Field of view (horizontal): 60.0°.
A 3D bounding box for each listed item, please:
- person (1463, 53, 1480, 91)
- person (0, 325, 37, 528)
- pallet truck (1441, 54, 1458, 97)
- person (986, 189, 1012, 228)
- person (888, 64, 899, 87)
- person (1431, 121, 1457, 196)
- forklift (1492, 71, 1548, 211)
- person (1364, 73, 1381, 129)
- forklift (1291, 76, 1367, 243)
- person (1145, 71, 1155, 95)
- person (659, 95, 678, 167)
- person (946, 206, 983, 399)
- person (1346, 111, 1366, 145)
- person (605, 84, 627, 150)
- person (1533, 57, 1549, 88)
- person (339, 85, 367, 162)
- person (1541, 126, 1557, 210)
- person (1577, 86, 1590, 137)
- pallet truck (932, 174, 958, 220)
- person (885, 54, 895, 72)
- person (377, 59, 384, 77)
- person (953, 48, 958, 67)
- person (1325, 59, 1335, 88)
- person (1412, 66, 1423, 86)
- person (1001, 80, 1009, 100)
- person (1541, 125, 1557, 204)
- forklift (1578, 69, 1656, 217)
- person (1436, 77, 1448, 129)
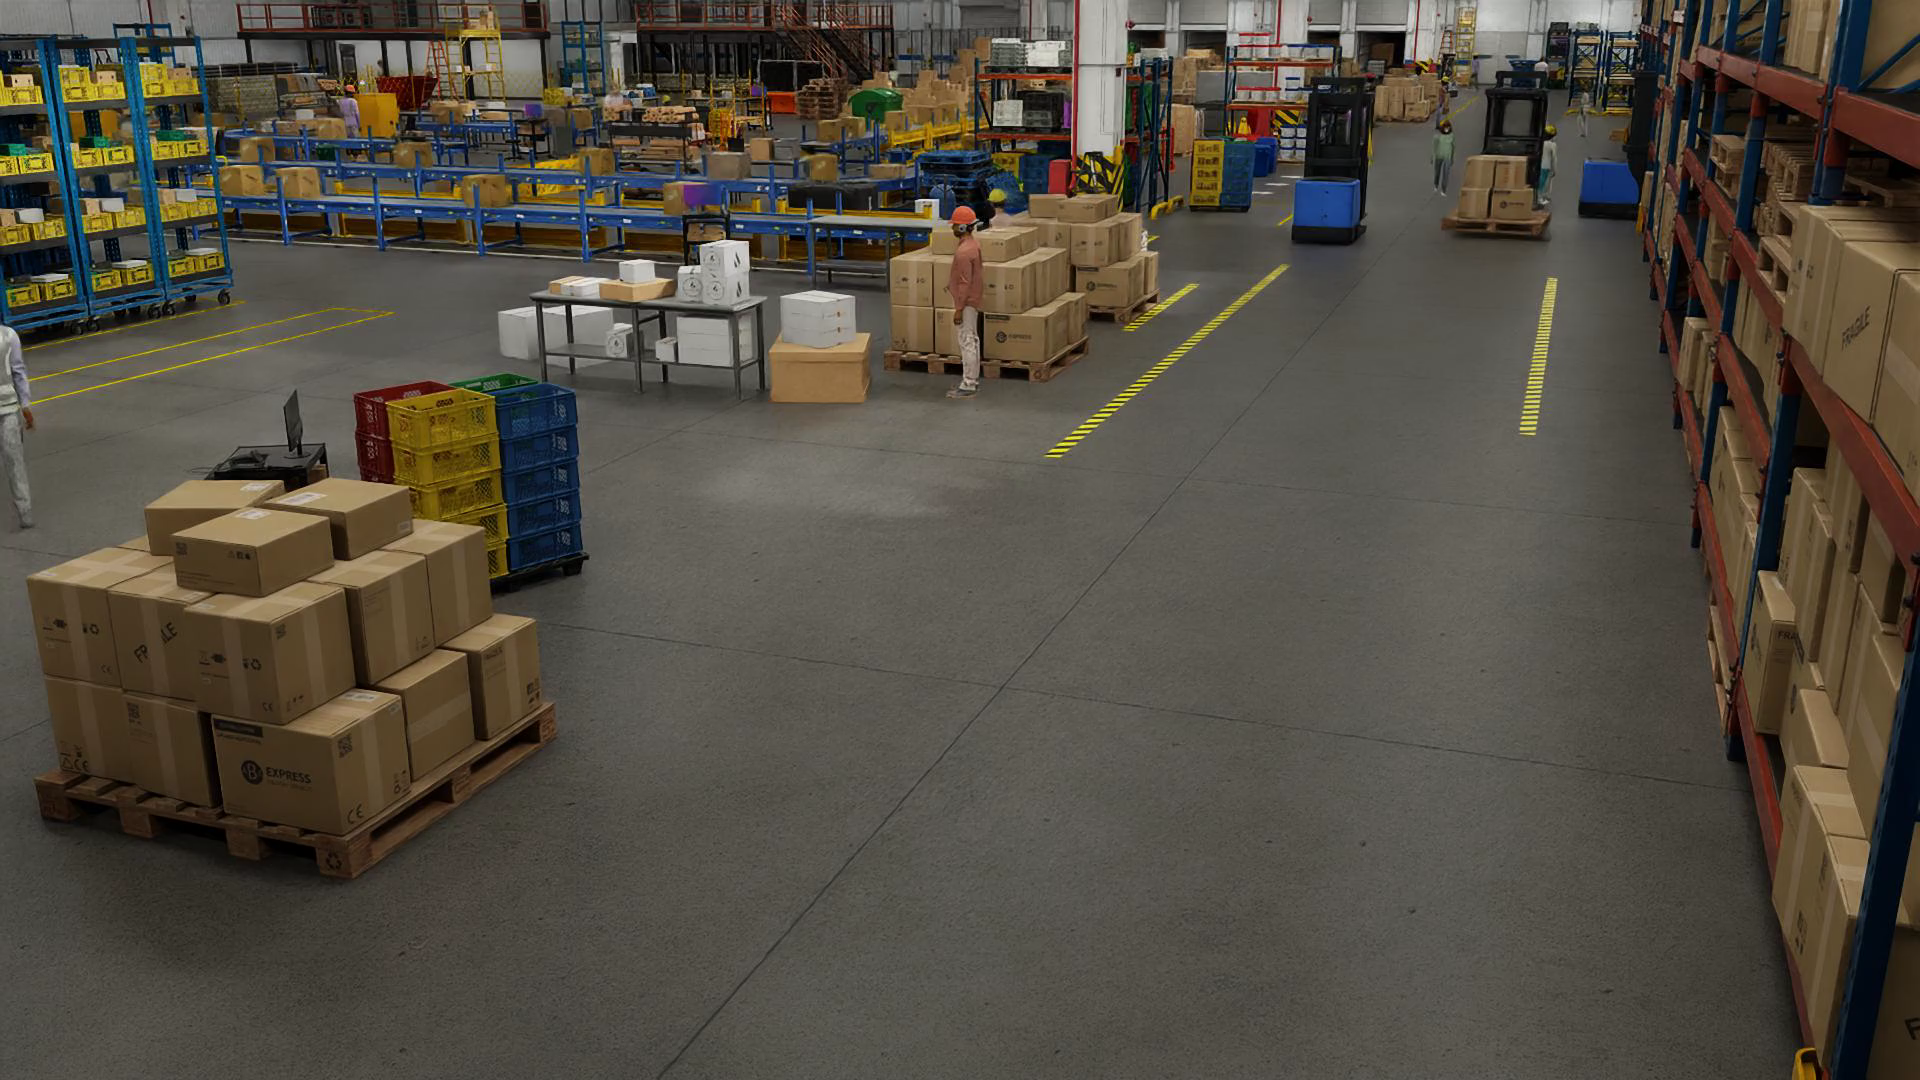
[{"bbox_3d":[26.001,-23.729,84.320,0.885,1.882,0.591,17,24,42],"label":"person"},{"bbox_3d":[-7.526,-1.018,12.866,0.615,1.945,0.404,-10,20,-28],"label":"person"},{"bbox_3d":[22.765,-21.886,78.355,0.823,1.965,1.885,-4,18,-14],"label":"pallet truck"},{"bbox_3d":[0.559,-3.684,21.602,0.893,1.730,0.532,8,19,24],"label":"person"},{"bbox_3d":[-2.777,-18.512,67.988,1.064,1.864,0.607,14,22,37],"label":"person"},{"bbox_3d":[10.683,-8.452,36.768,0.509,1.611,0.675,4,18,13],"label":"person"},{"bbox_3d":[10.689,-7.597,32.026,1.129,2.768,1.873,7,19,22],"label":"forklift"},{"bbox_3d":[14.001,-14.983,56.829,0.948,1.892,0.562,2,18,8],"label":"person"},{"bbox_3d":[6.598,-6.755,29.381,1.129,2.768,1.873,6,19,19],"label":"forklift"},{"bbox_3d":[6.534,-15.500,58.464,0.950,1.887,0.553,11,20,30],"label":"person"},{"bbox_3d":[-7.597,-10.639,43.284,0.594,1.832,0.403,-16,23,-40],"label":"person"},{"bbox_3d":[0.051,-2.478,17.380,0.381,1.994,0.615,3,18,10],"label":"person"},{"bbox_3d":[9.864,-10.035,41.306,0.563,1.886,0.986,7,19,20],"label":"person"},{"bbox_3d":[-9.957,-12.244,48.229,0.543,1.887,0.679,17,24,42],"label":"person"},{"bbox_3d":[26.974,-21.480,77.273,0.648,1.890,1.034,10,20,29],"label":"person"},{"bbox_3d":[-16.246,-11.123,44.480,0.605,2.034,0.388,8,20,25],"label":"person"},{"bbox_3d":[11.723,-7.484,33.559,0.545,1.716,0.873,15,23,39],"label":"person"},{"bbox_3d":[20.117,-13.819,53.622,0.405,1.613,0.520,16,24,41],"label":"person"},{"bbox_3d":[-0.507,-5.292,27.348,0.653,1.274,1.630,6,19,19],"label":"pallet truck"},{"bbox_3d":[-3.815,-25.649,90.712,0.529,1.670,0.977,3,18,9],"label":"person"},{"bbox_3d":[-26.009,-20.707,74.925,0.548,1.828,0.534,12,21,32],"label":"person"},{"bbox_3d":[-0.226,-26.769,93.839,0.757,1.918,0.549,-15,23,-39],"label":"person"},{"bbox_3d":[17.350,-21.669,77.932,0.584,1.858,0.899,-9,20,-27],"label":"person"},{"bbox_3d":[17.147,-16.845,62.602,0.436,1.942,0.633,2,18,5],"label":"person"},{"bbox_3d":[1.727,-18.072,66.605,0.500,1.861,0.328,0,18,0],"label":"person"},{"bbox_3d":[12.338,-7.889,34.966,0.285,1.633,0.501,1,18,2],"label":"person"},{"bbox_3d":[13.219,-7.740,32.475,1.873,2.768,1.129,6,19,18],"label":"forklift"},{"bbox_3d":[16.575,-15.021,57.169,0.323,1.764,0.524,8,19,23],"label":"person"}]
